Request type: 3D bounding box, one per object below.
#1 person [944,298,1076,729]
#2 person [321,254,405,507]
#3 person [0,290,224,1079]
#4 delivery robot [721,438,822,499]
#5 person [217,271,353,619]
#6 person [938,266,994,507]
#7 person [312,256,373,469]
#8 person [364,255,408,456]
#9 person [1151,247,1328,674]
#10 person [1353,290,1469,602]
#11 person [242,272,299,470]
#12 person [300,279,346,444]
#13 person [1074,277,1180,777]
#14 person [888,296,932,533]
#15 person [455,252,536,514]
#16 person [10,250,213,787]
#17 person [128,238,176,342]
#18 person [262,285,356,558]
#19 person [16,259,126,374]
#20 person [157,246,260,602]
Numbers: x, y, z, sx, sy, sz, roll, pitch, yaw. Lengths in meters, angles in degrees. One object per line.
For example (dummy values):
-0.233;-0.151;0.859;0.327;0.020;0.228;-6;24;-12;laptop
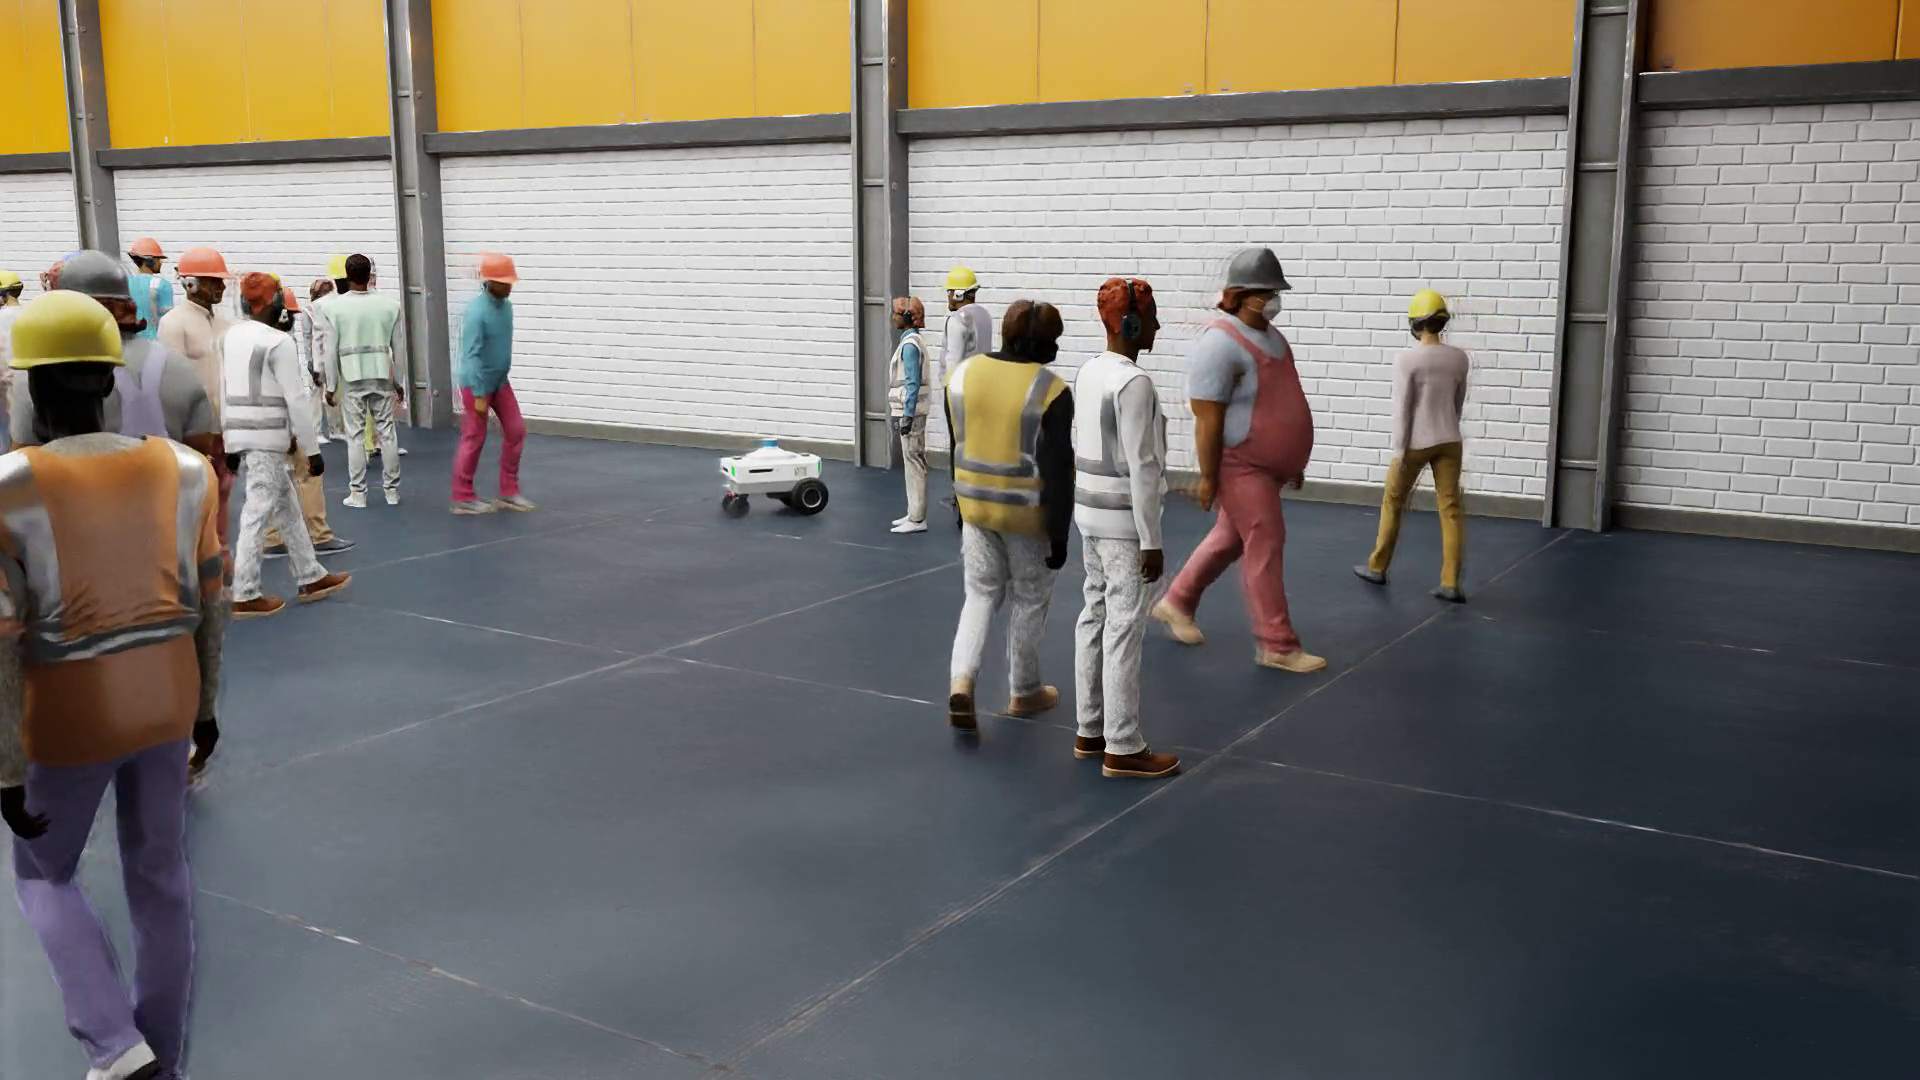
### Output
0.223;-0.099;6.855;0.637;1.795;0.707;6;12;29;person
-4.516;-1.205;12.646;0.597;1.918;0.383;-7;12;-34;person
-1.954;0.395;3.791;0.421;1.908;0.598;8;13;39;person
-1.398;-0.511;12.320;0.707;0.478;0.477;-4;11;-21;delivery robot
-3.675;-0.529;9.071;0.590;1.844;0.872;8;13;37;person
0.037;-1.162;12.671;0.403;1.825;0.590;5;11;26;person
-5.403;-1.547;14.673;0.610;1.868;0.960;-1;10;-7;person
-5.420;-1.715;15.564;0.560;1.879;0.674;-9;14;-40;person
1.330;-0.427;7.999;0.977;2.000;0.678;6;12;31;person
2.626;-0.548;9.508;0.528;1.734;0.846;-3;11;-17;person
-6.054;-1.486;14.689;0.493;1.743;0.314;2;10;9;person
-6.350;-1.785;16.634;0.307;1.641;0.514;5;11;24;person
0.616;-0.043;6.309;0.355;1.883;0.575;-4;11;-19;person
-0.343;-0.867;11.547;0.306;1.639;0.523;0;10;1;person
-3.455;-1.126;12.182;0.704;1.928;0.638;3;11;16;person
-3.063;-0.087;6.115;0.952;2.000;0.682;5;12;28;person
-7.597;-1.813;15.672;0.605;2.043;0.373;2;11;13;person
-4.238;-0.756;10.641;0.634;1.732;0.596;-10;14;-44;person
-5.222;-0.700;9.880;0.641;1.910;0.401;-5;12;-28;person
-4.250;-0.655;9.410;0.405;1.991;0.613;1;10;8;person
